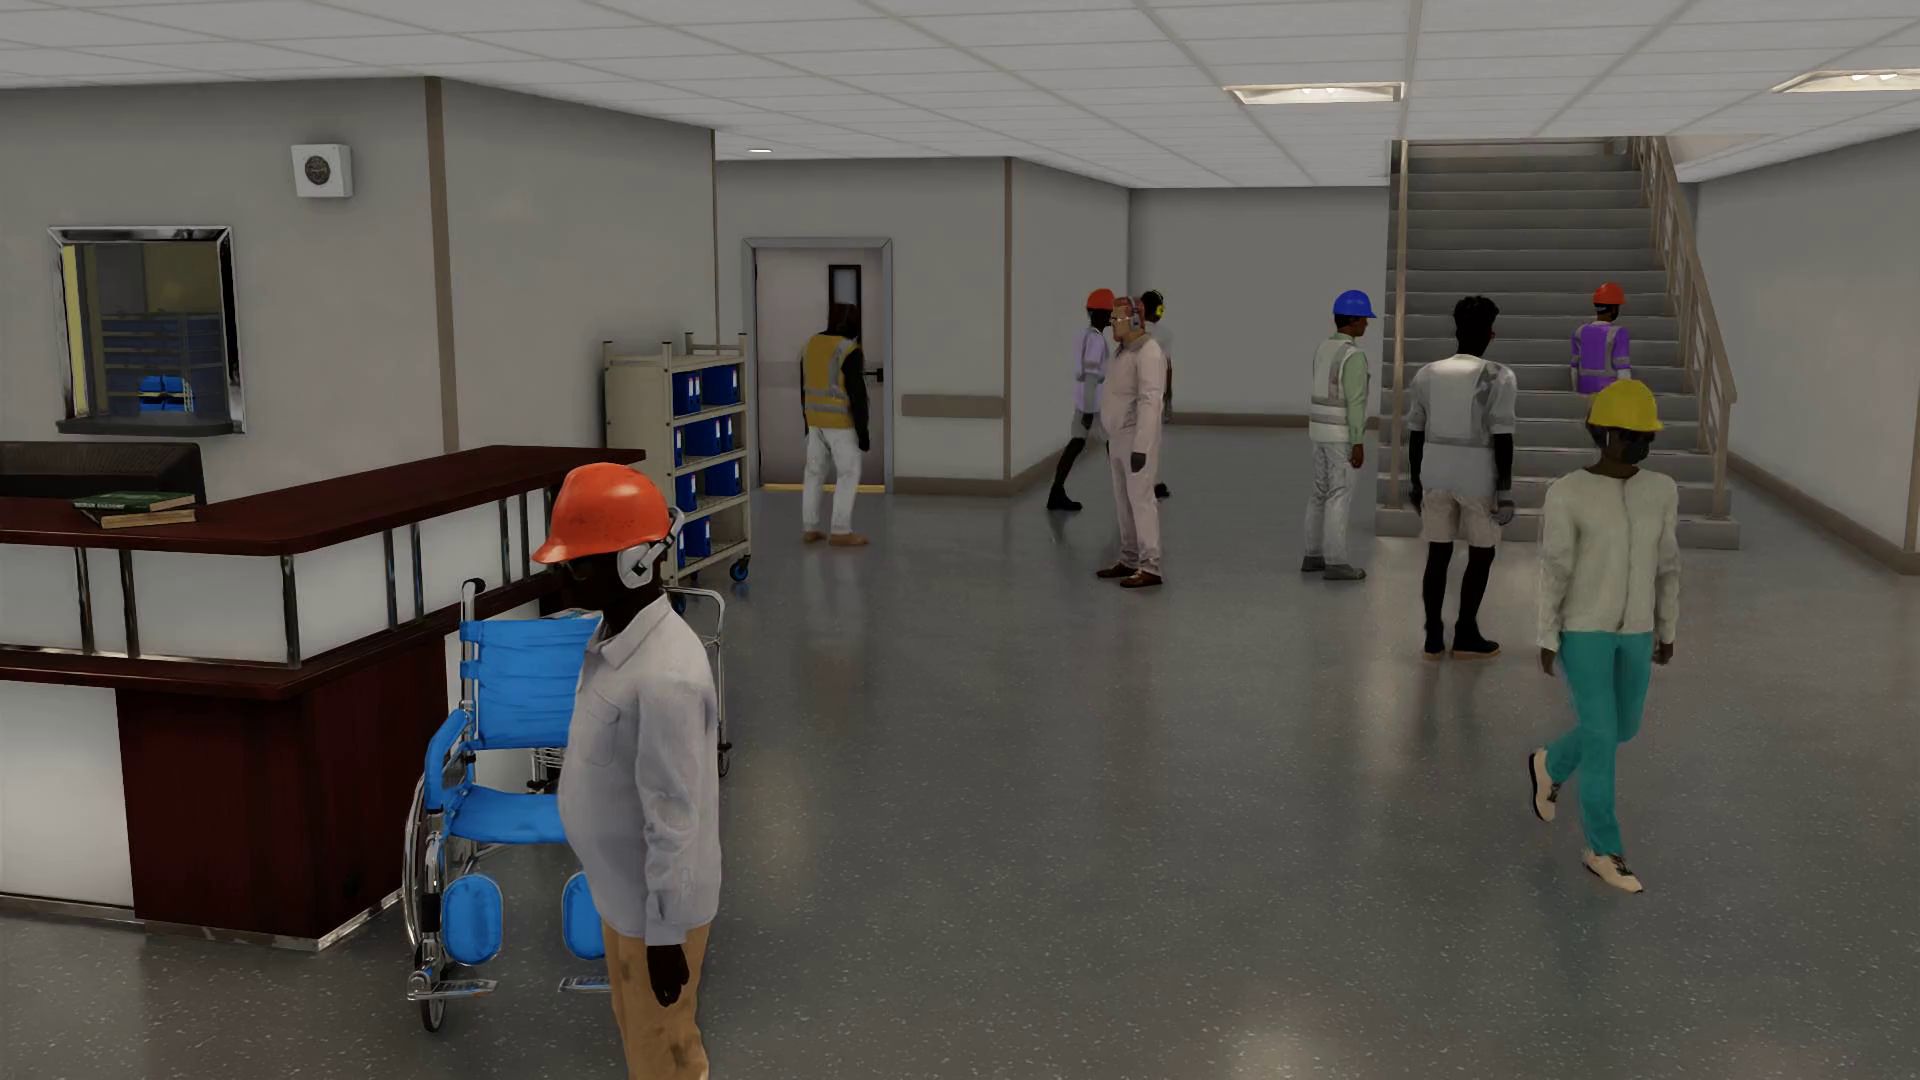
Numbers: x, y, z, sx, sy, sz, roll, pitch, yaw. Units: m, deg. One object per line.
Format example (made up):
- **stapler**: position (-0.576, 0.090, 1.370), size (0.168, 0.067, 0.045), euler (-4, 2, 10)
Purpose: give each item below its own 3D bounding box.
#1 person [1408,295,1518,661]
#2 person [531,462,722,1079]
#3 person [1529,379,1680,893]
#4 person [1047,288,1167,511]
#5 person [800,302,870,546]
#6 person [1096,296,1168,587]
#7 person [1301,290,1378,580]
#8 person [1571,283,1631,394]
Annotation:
- **person**: position (2.670, -0.319, 8.836), size (0.425, 1.952, 0.657), euler (-9, 13, -42)
- **person**: position (-0.680, 0.704, 3.441), size (0.352, 1.743, 0.564), euler (-4, 10, -22)
- **person**: position (2.253, 0.293, 5.887), size (0.528, 1.746, 0.737), euler (-3, 10, -15)
- **person**: position (1.217, -1.171, 14.053), size (1.029, 1.879, 0.554), euler (-1, 10, -6)
- **person**: position (-0.932, -0.855, 12.443), size (0.675, 1.812, 0.433), euler (9, 13, 43)
- **person**: position (1.117, -0.646, 10.953), size (0.396, 1.899, 0.655), euler (-3, 10, -17)
- **person**: position (2.562, -0.700, 11.160), size (0.420, 1.937, 0.601), euler (-2, 10, -12)
- **person**: position (5.407, -1.189, 14.018), size (0.357, 1.938, 0.542), euler (-6, 12, -33)
